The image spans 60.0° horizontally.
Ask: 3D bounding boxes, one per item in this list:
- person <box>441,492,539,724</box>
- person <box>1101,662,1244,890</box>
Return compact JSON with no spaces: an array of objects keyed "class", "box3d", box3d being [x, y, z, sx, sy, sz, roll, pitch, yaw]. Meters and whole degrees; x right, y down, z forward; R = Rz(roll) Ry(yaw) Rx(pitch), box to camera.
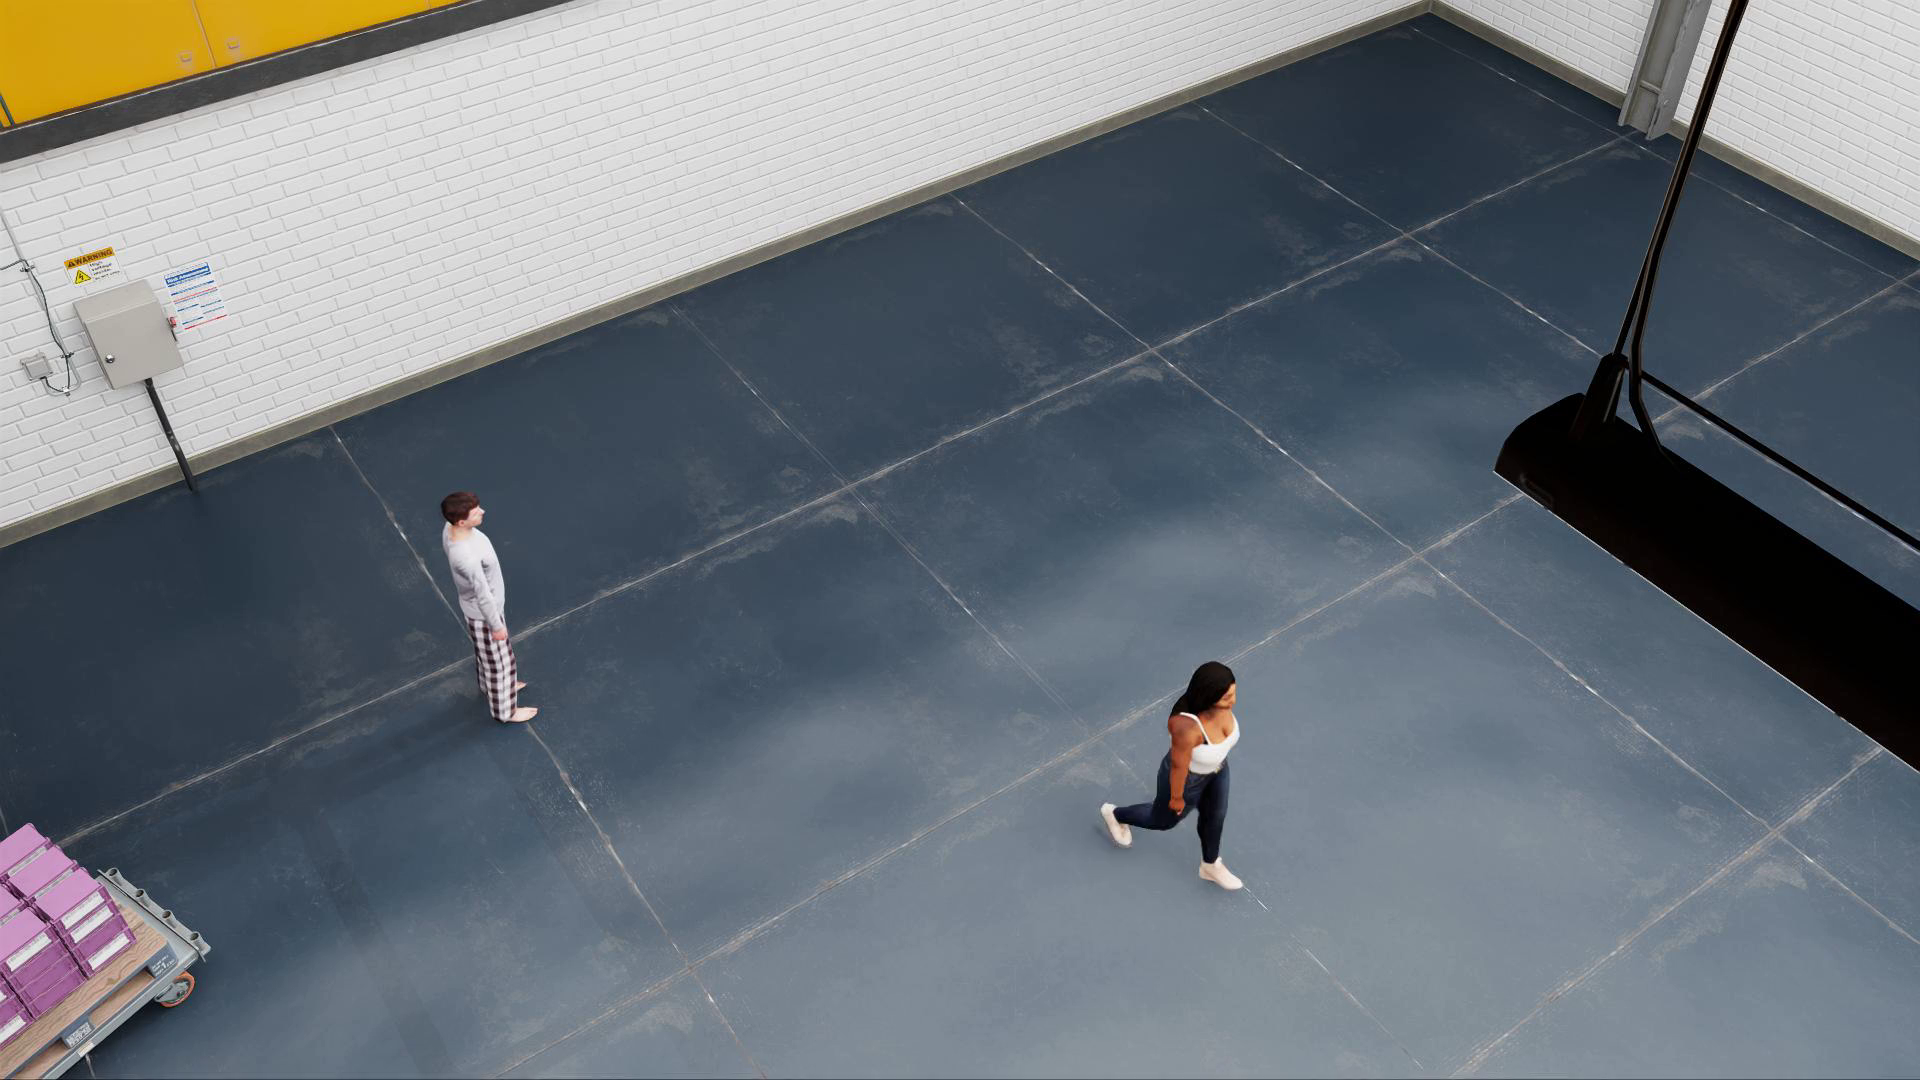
[{"class":"person","box3d":[-2.989,0.411,10.408,0.725,1.847,0.546,-18,46,-18]},{"class":"person","box3d":[1.244,1.300,9.525,1.223,1.777,0.822,31,51,28]}]
